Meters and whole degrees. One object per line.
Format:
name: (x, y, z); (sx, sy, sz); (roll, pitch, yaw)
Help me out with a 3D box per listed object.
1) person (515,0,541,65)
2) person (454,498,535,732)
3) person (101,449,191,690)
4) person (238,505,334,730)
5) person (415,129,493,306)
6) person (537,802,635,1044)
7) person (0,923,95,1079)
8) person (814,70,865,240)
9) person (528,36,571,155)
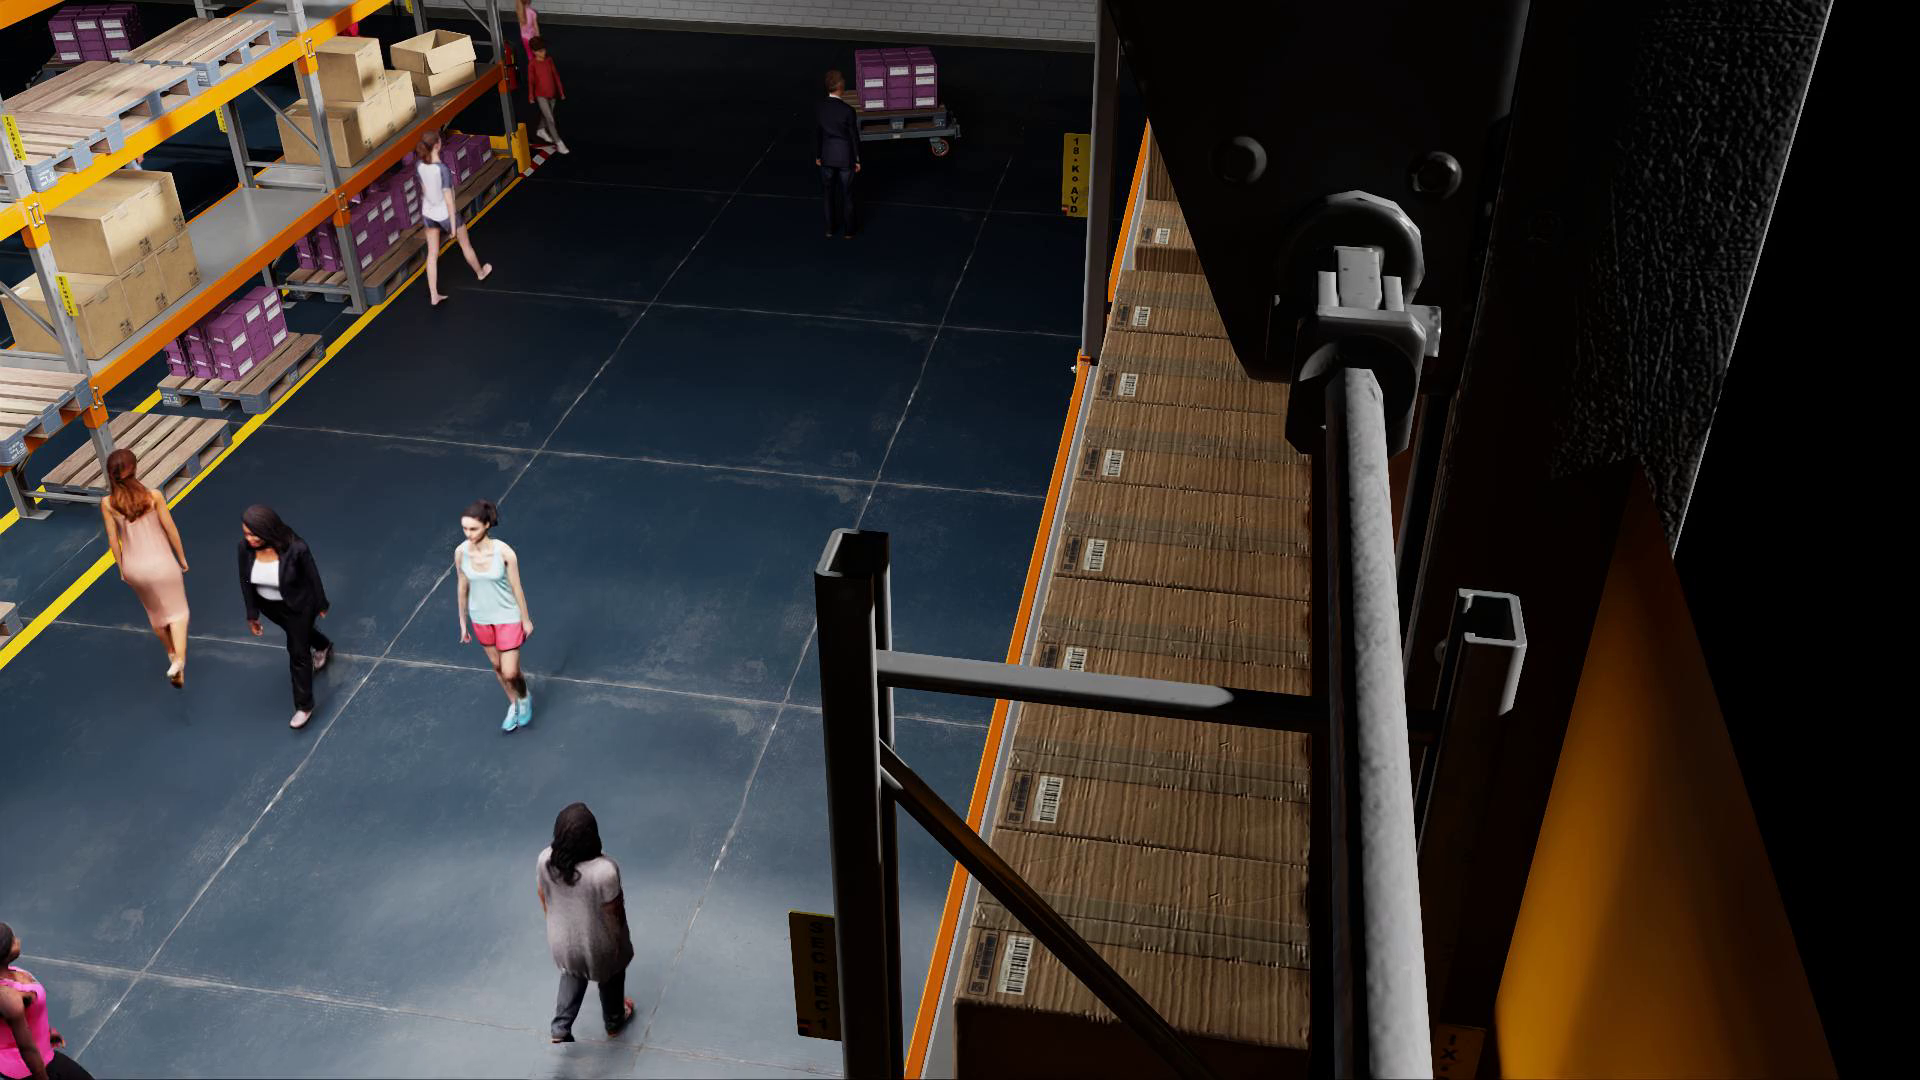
person: (-5.775, -6.704, 22.251); (0.565, 1.264, 0.664); (13, 36, 19)
person: (-3.026, 0.482, 10.997); (0.604, 1.755, 0.621); (5, 34, 7)
person: (-5.495, 0.246, 11.297); (0.845, 1.815, 1.037); (-9, 35, -14)
person: (-4.543, 0.394, 11.299); (0.734, 1.567, 1.201); (0, 34, 0)
person: (-5.209, -3.162, 16.512); (0.643, 1.718, 1.127); (9, 35, 13)
person: (-1.993, 2.085, 8.729); (0.665, 1.595, 0.802); (9, 35, 14)
person: (-4.533, 2.540, 7.941); (0.664, 1.710, 0.708); (26, 41, 33)
person: (-1.318, -4.153, 17.915); (0.731, 1.815, 0.663); (12, 36, 18)
person: (-5.084, -5.440, 20.240); (0.926, 1.385, 0.983); (26, 41, 33)
